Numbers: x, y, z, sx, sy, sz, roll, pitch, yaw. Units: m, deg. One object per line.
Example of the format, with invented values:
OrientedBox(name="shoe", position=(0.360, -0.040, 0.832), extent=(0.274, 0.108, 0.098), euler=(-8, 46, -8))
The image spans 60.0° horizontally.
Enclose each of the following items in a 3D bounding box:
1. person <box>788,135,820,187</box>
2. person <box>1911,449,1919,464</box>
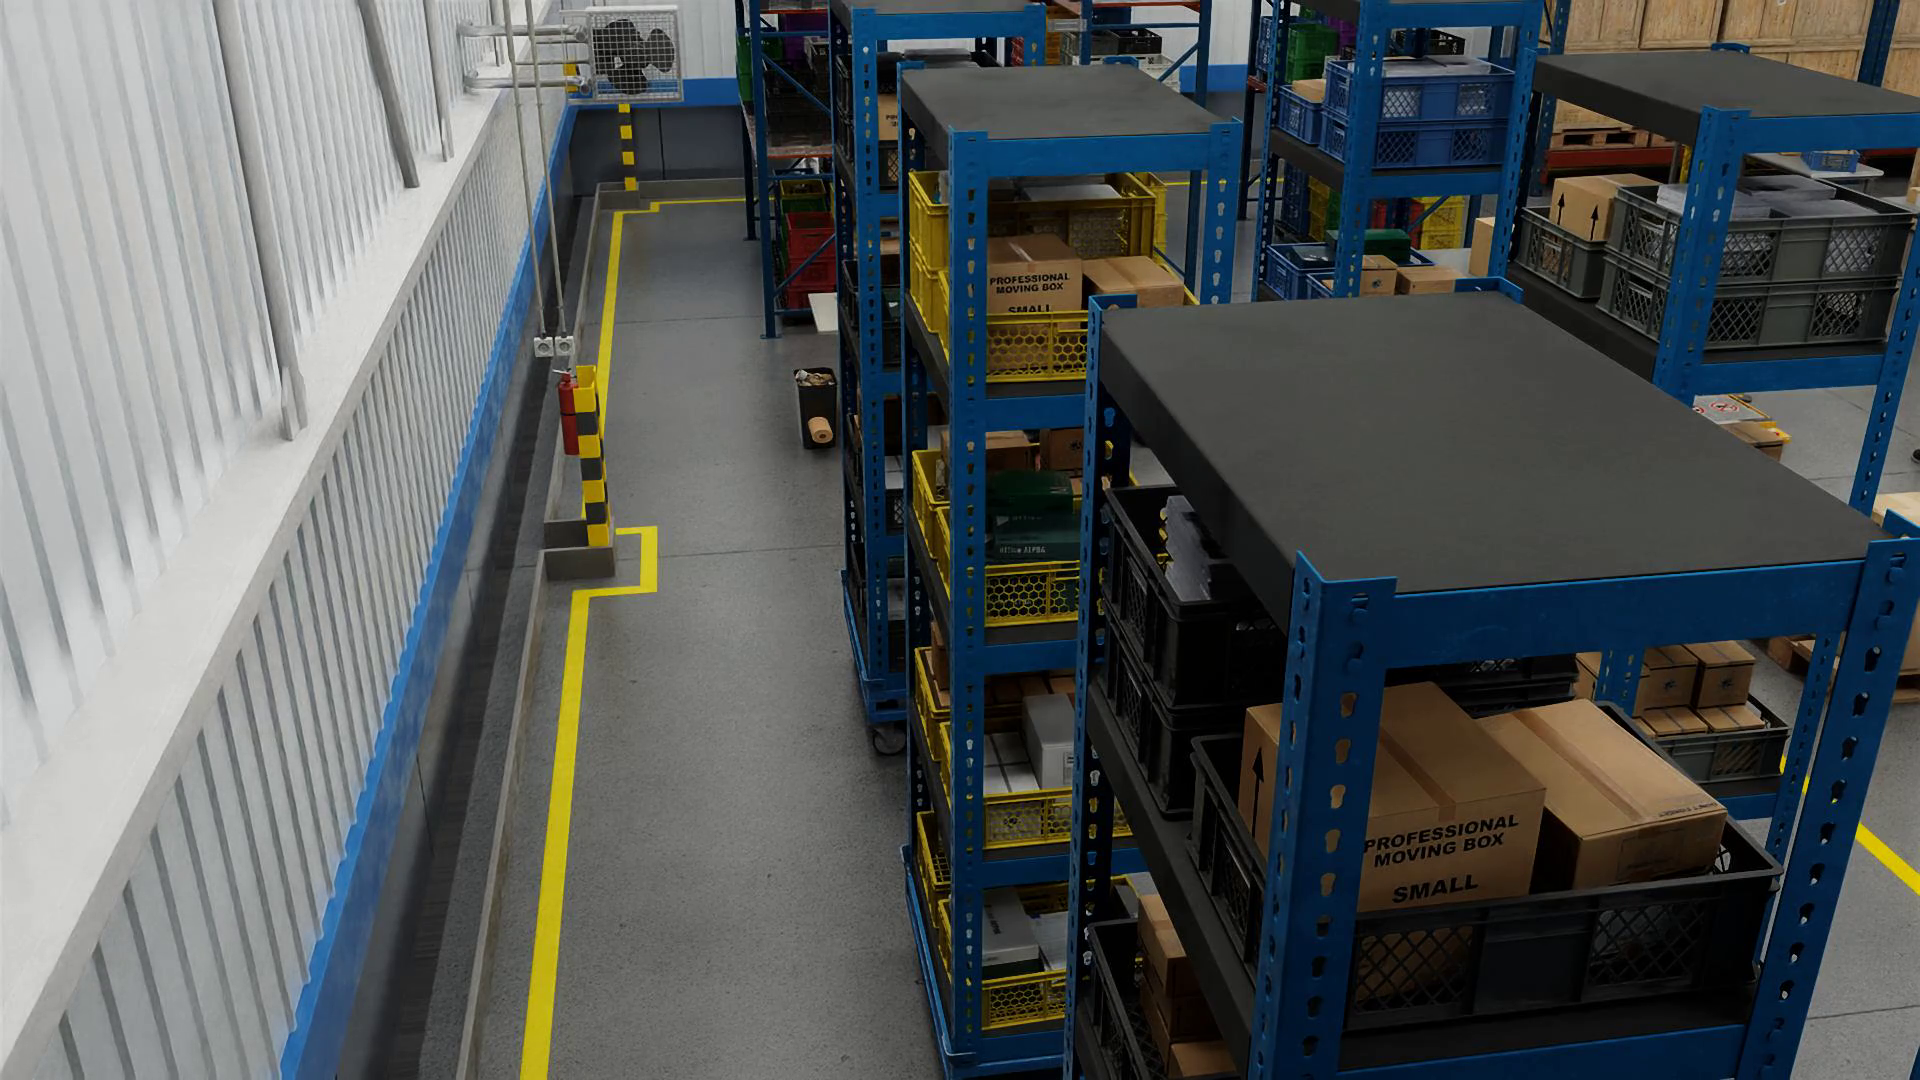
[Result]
OrientedBox(name="person", position=(-1.755, -4.600, 18.350), extent=(0.337, 1.880, 0.584), euler=(15, 28, 29))
OrientedBox(name="person", position=(6.922, -1.353, 11.350), extent=(0.591, 1.834, 0.404), euler=(6, 25, 13))
